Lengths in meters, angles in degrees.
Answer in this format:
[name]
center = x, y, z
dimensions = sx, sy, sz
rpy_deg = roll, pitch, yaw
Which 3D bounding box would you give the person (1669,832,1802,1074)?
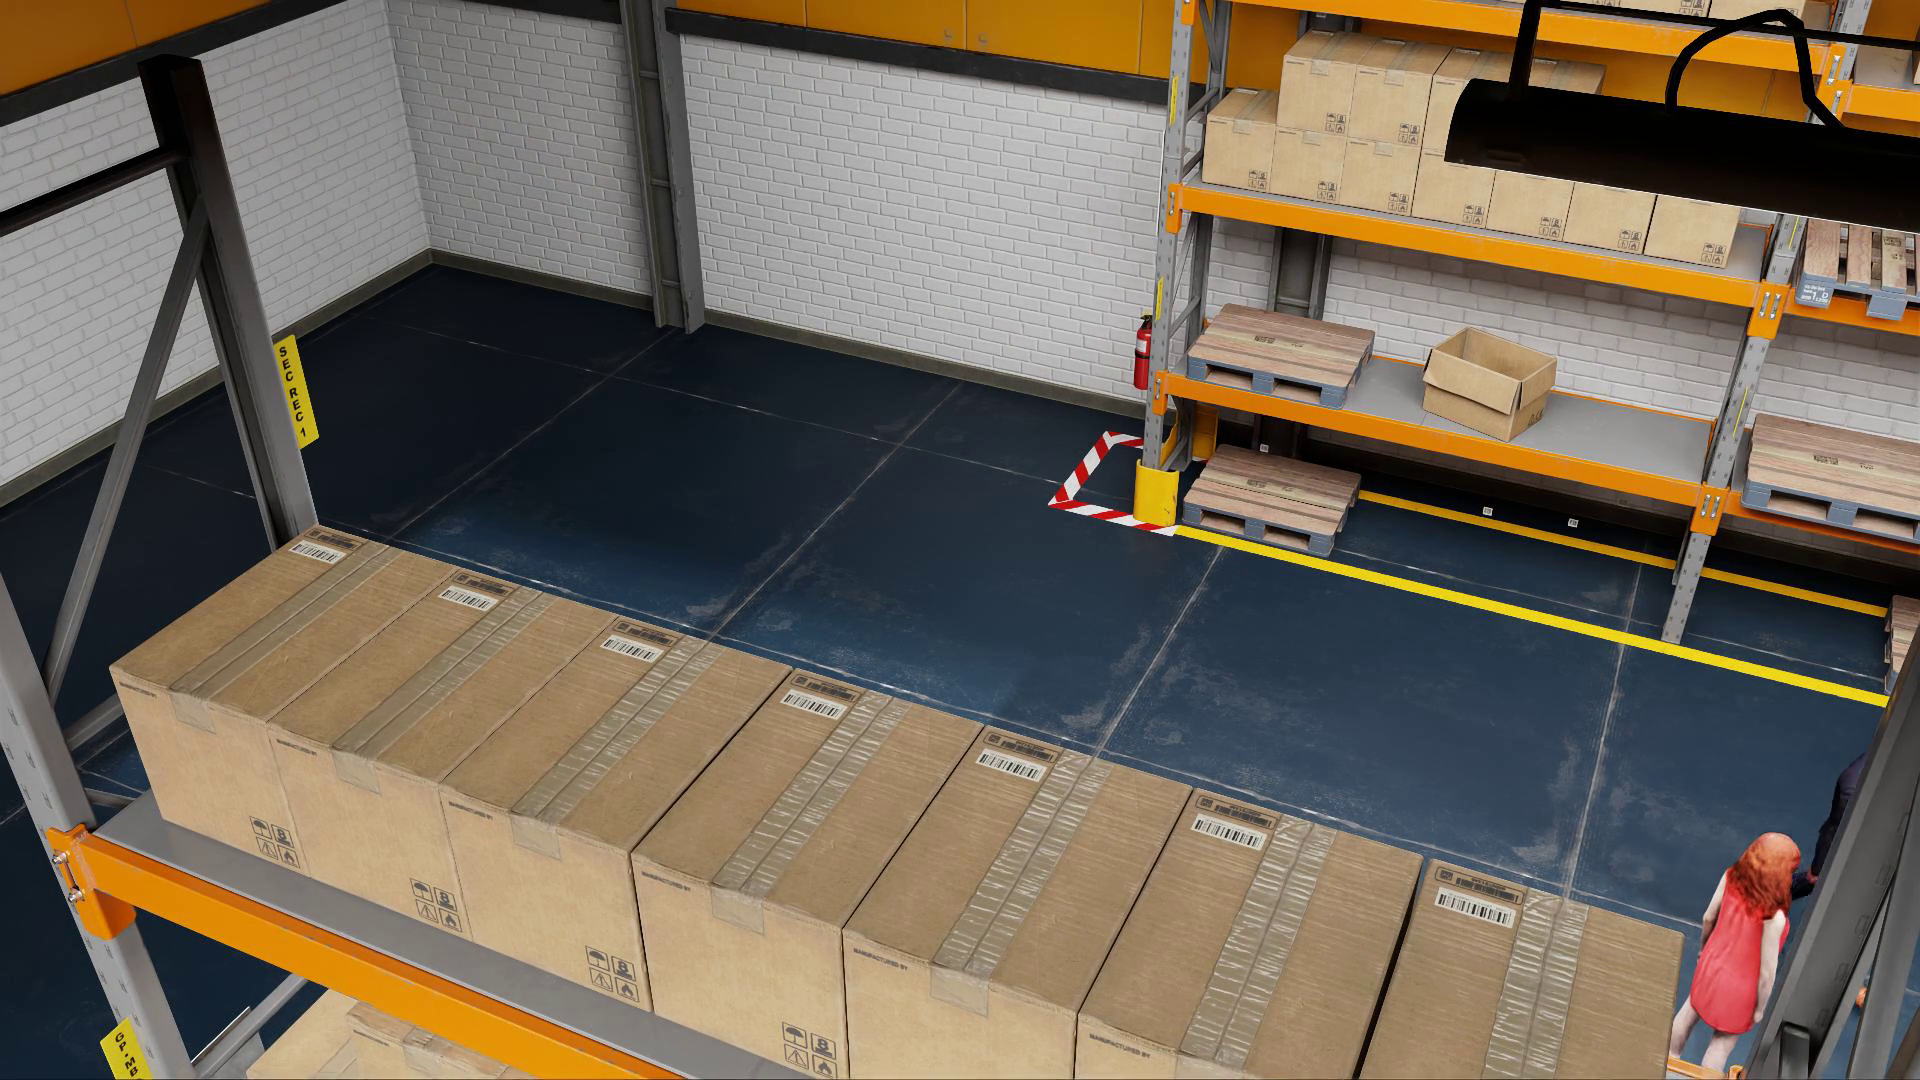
[person]
center = 3.781, 2.161, 8.199
dimensions = 0.712, 1.826, 0.670
rpy_deg = -8, 35, -12
